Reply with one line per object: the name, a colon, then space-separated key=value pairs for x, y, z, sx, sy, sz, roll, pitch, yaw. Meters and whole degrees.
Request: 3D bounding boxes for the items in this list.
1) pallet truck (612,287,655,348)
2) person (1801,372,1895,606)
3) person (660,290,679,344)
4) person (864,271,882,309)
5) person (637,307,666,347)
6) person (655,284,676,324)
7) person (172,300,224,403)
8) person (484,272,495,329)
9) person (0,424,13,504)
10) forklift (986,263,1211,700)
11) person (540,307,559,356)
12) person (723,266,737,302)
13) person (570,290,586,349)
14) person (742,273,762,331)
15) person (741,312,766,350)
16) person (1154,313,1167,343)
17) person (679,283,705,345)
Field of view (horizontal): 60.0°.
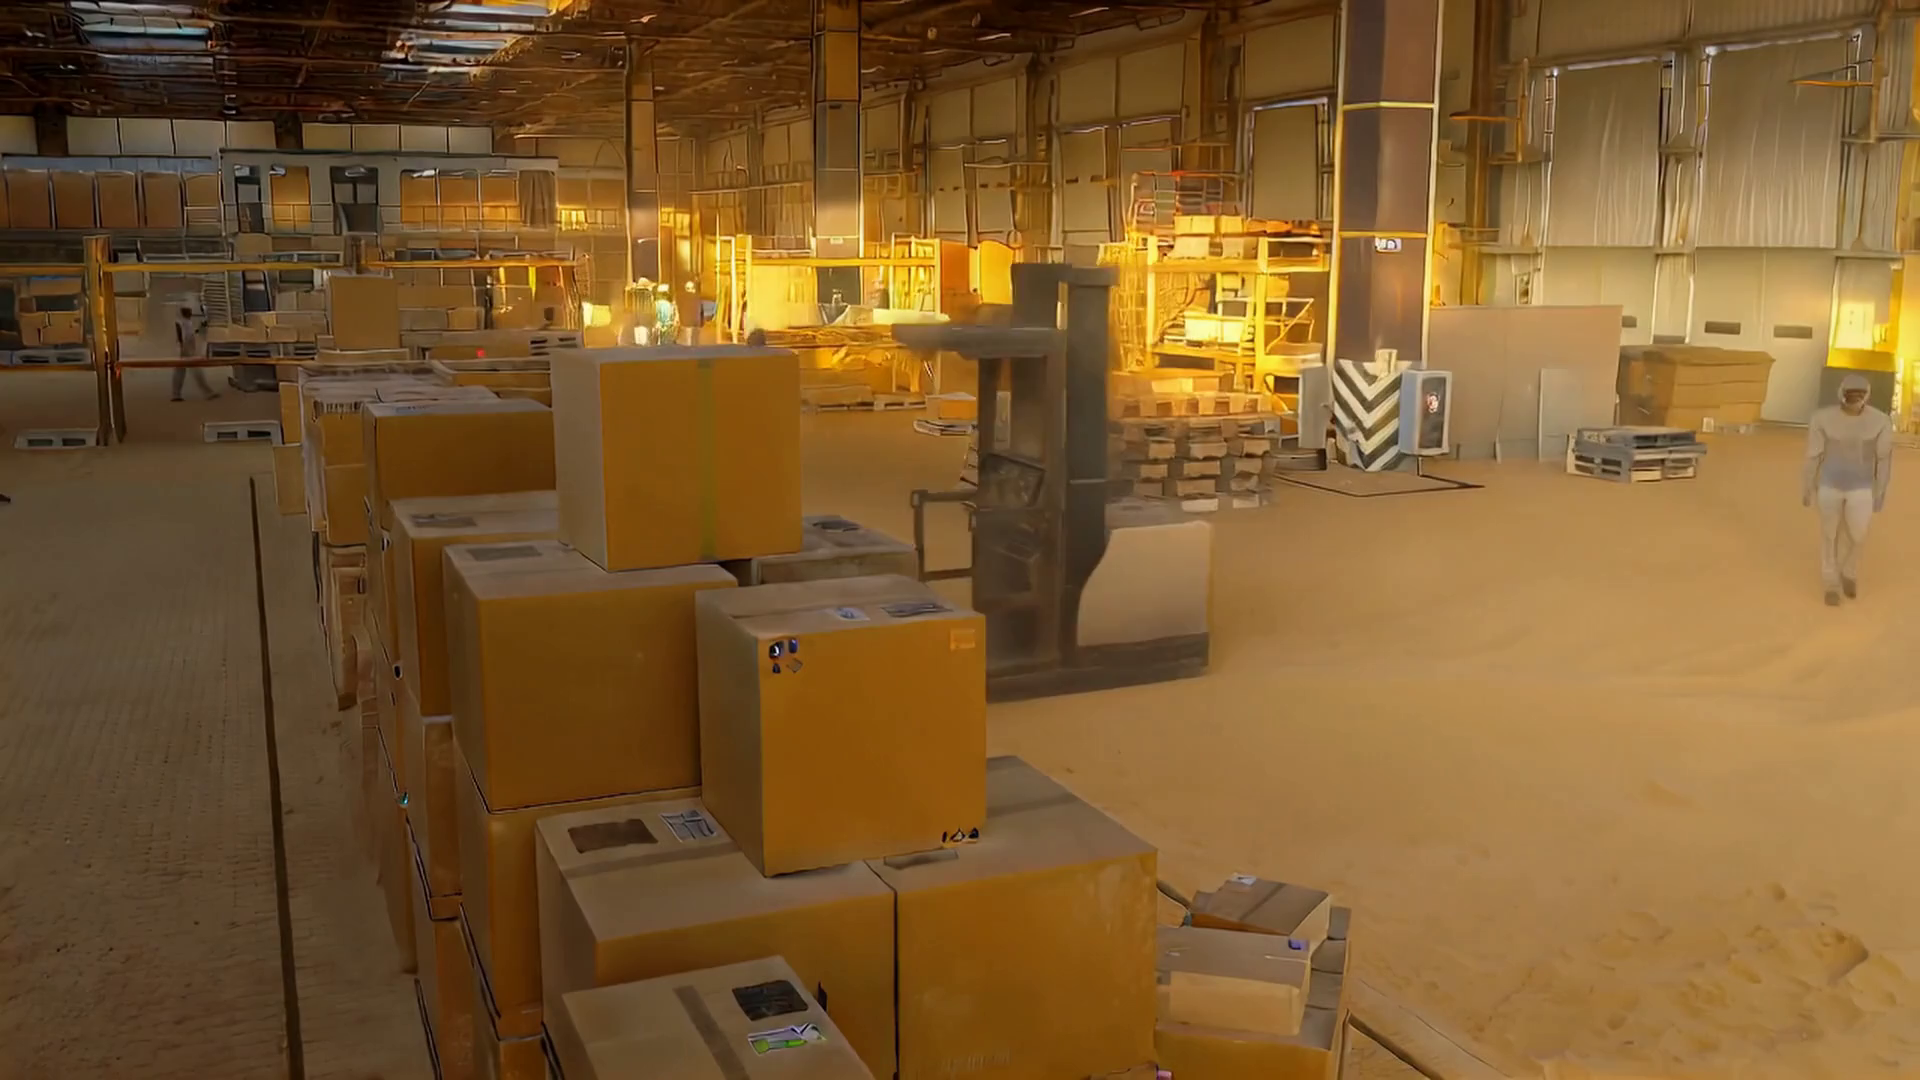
pallet truck: x=-6.464 y=-4.406 z=35.401 sx=0.823 sy=1.965 sz=1.885 roll=6 pitch=12 yaw=32
person: x=7.198 y=-0.404 z=13.544 sx=0.639 sy=1.920 sz=0.442 roll=5 pitch=12 yaw=28
person: x=-6.513 y=-4.680 z=37.350 sx=0.429 sy=1.840 sz=0.633 roll=-2 pitch=11 yaw=-14
person: x=-2.978 y=-8.206 z=56.679 sx=0.534 sy=1.886 sz=0.972 roll=6 pitch=12 yaw=31
person: x=-5.349 y=-3.138 z=28.939 sx=0.506 sy=1.801 sz=0.791 roll=-1 pitch=10 yaw=-7
person: x=-7.006 y=-5.083 z=39.368 sx=0.581 sy=1.919 sz=0.394 roll=-8 pitch=13 yaw=-37
person: x=-14.018 y=-3.427 z=30.329 sx=0.981 sy=1.872 sz=0.608 roll=0 pitch=10 yaw=3
person: x=-14.939 y=-7.541 z=52.886 sx=0.379 sy=1.931 sz=0.625 roll=0 pitch=10 yaw=-1
person: x=-11.112 y=-1.351 z=18.796 sx=0.584 sy=1.920 sz=0.544 roll=2 pitch=11 yaw=12
forklift: x=0.683 y=-0.472 z=11.285 sx=1.873 sy=2.768 sz=1.129 roll=-4 pitch=11 yaw=-23
person: x=-8.165 y=-3.786 z=32.934 sx=0.886 sy=1.655 sz=0.532 roll=-7 pitch=13 yaw=-35
person: x=-10.744 y=-12.057 z=77.709 sx=0.634 sy=1.941 sz=1.029 roll=-2 pitch=10 yaw=-11
person: x=-9.645 y=-5.416 z=41.744 sx=0.504 sy=1.710 sz=0.808 roll=3 pitch=11 yaw=14
person: x=-6.634 y=-7.597 z=53.189 sx=0.646 sy=1.918 sz=0.812 roll=5 pitch=11 yaw=24
person: x=-3.174 y=-2.467 z=24.993 sx=0.928 sy=1.899 sz=0.636 roll=0 pitch=10 yaw=-3
person: x=3.990 y=-3.825 z=32.457 sx=0.764 sy=1.896 sz=0.582 roll=0 pitch=10 yaw=1
person: x=-6.368 y=-5.125 z=39.483 sx=0.606 sy=1.960 sz=0.779 roll=-1 pitch=10 yaw=-6
